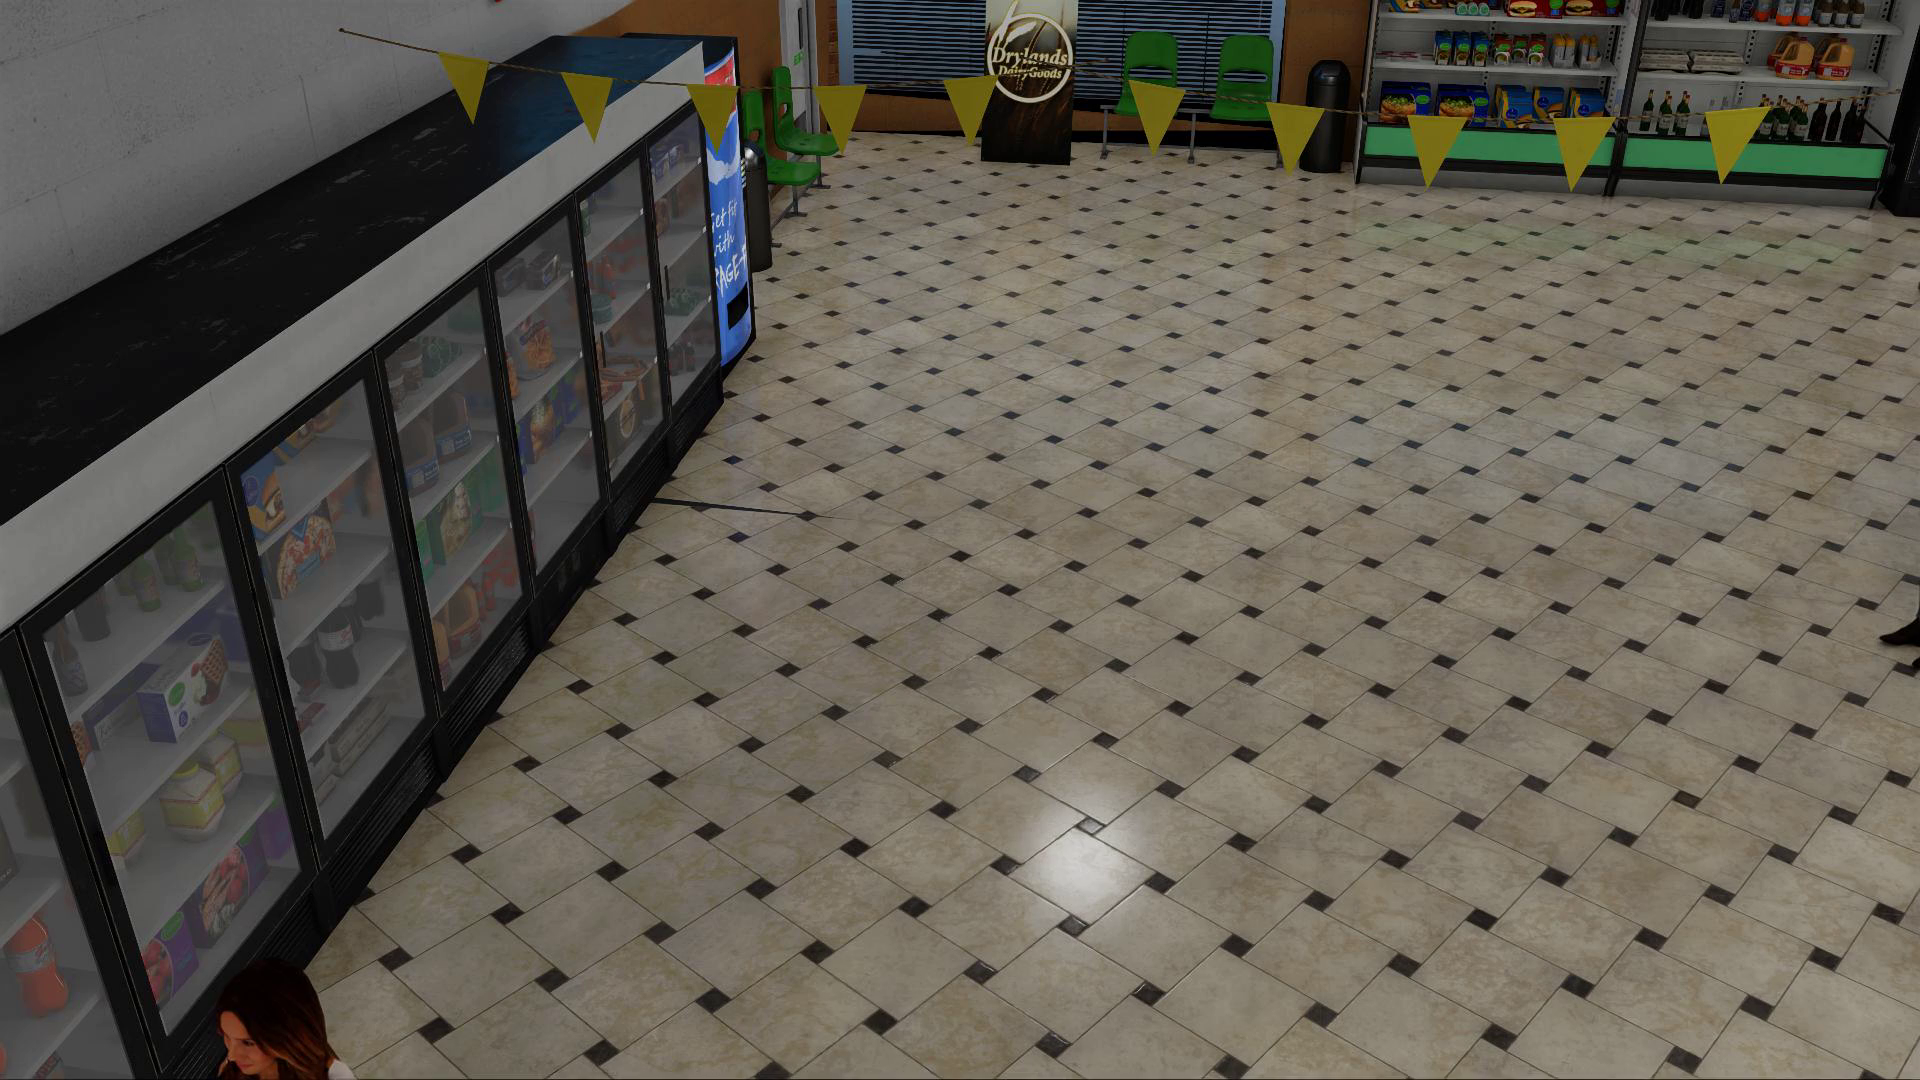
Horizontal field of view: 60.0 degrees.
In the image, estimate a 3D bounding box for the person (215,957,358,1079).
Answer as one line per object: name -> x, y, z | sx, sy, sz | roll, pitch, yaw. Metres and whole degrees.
person -> -1.537, 1.736, 4.130 | 0.523, 1.781, 0.690 | 10, 30, 18
